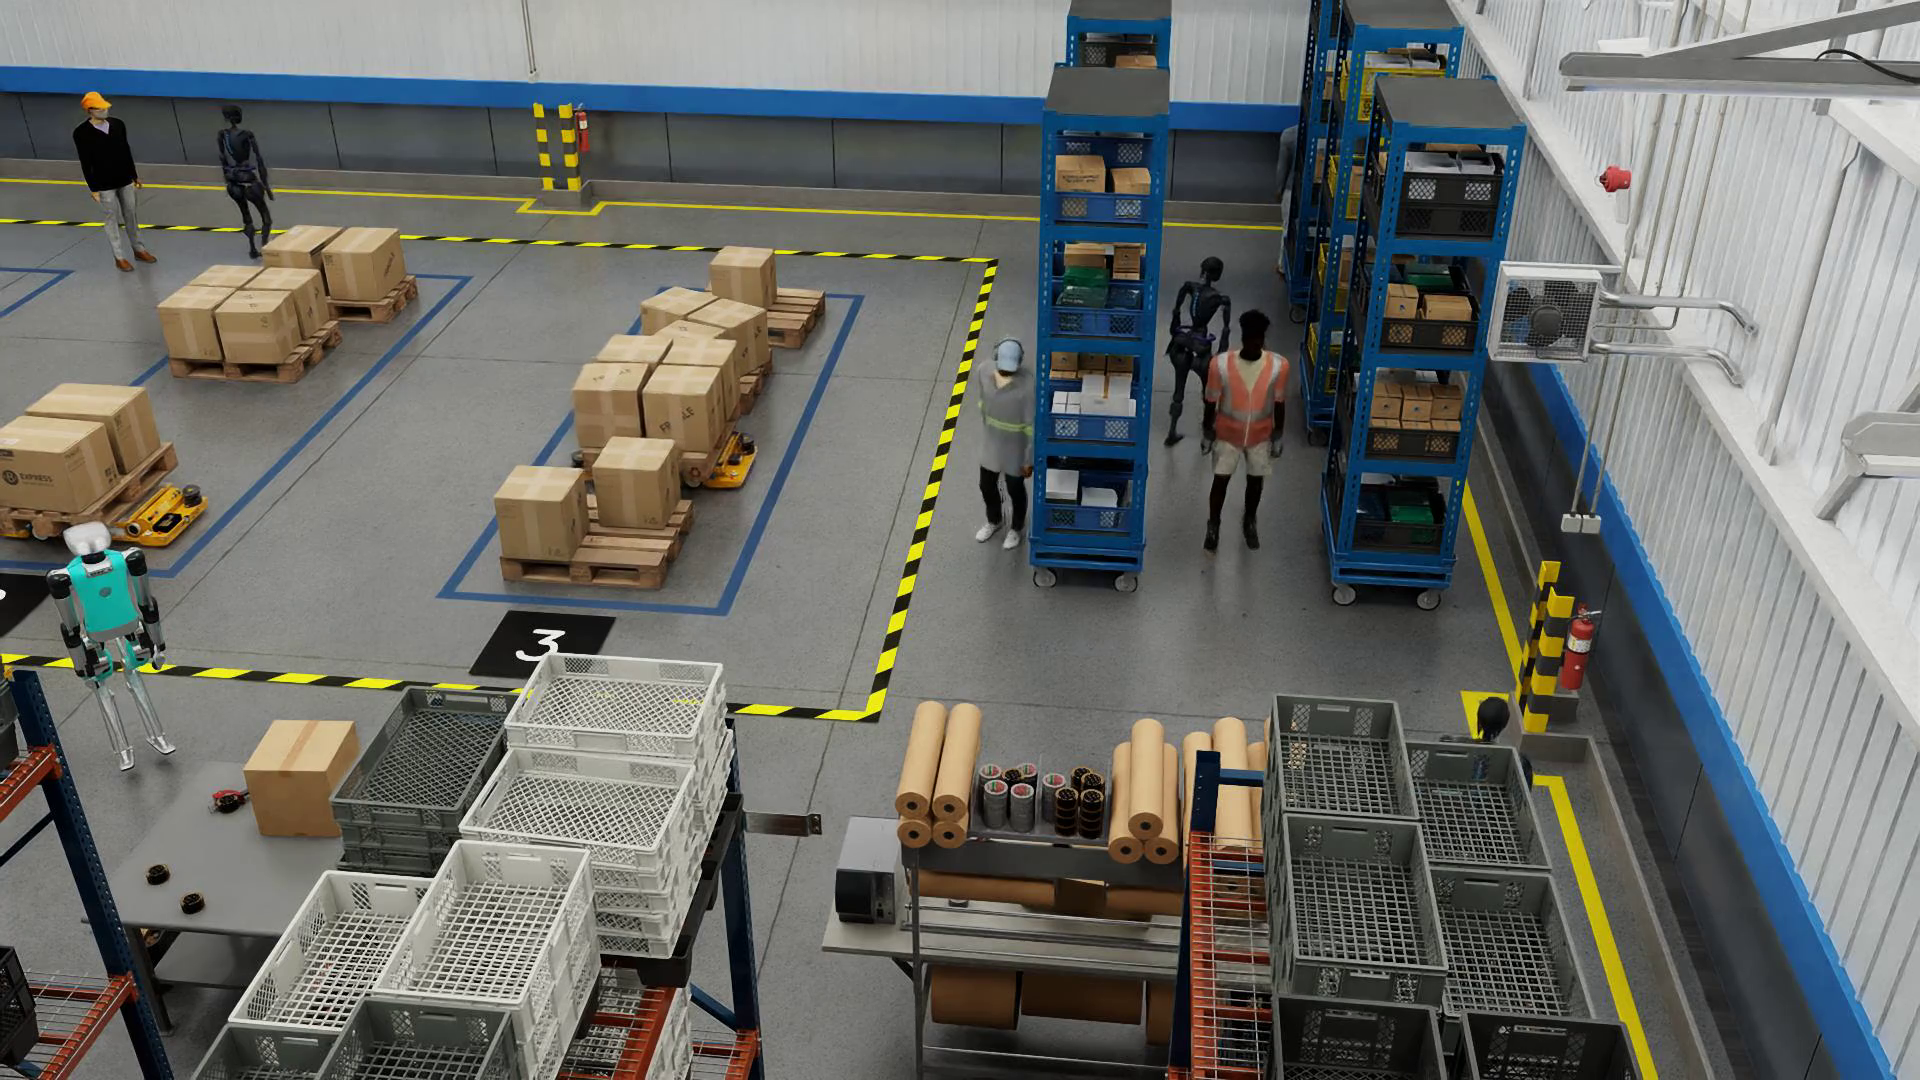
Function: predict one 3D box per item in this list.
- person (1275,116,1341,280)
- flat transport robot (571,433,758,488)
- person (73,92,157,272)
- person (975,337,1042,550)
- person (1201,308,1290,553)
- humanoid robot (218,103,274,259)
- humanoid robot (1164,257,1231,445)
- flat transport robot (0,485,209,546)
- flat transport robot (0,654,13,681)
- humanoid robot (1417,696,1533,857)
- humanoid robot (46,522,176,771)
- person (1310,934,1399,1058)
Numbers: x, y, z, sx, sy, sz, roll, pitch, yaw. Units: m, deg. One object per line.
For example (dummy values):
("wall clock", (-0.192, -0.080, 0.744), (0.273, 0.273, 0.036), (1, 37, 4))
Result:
("person", (3.588, -3.644, 17.292), (0.620, 1.931, 0.383), (-1, 30, -2))
("flat transport robot", (-2.459, -0.702, 13.851), (1.431, 0.197, 0.652), (3, 30, 6))
("person", (-8.944, -3.794, 17.585), (0.369, 1.883, 0.590), (16, 34, 26))
("person", (0.358, -0.716, 12.365), (0.609, 1.815, 0.558), (20, 36, 30))
("person", (2.106, -0.801, 12.373), (0.612, 1.968, 0.364), (1, 30, 1))
("humanoid robot", (-7.690, -3.838, 17.868), (0.586, 1.645, 0.411), (10, 32, 17))
("humanoid robot", (2.021, -1.641, 14.126), (0.614, 1.629, 0.746), (23, 37, 34))
("flat transport robot", (-6.750, -0.236, 13.052), (1.431, 0.197, 0.652), (3, 30, 6))
("flat transport robot", (-7.142, 0.969, 11.010), (1.431, 0.231, 0.659), (3, 30, 6))
("humanoid robot", (2.629, 1.522, 8.668), (0.586, 1.643, 0.482), (11, 32, 18))
("humanoid robot", (-5.152, 0.583, 10.085), (0.533, 1.671, 0.735), (-22, 37, -32))
("person", (1.716, 2.234, 7.359), (1.040, 1.774, 0.670), (-20, 36, -30))
